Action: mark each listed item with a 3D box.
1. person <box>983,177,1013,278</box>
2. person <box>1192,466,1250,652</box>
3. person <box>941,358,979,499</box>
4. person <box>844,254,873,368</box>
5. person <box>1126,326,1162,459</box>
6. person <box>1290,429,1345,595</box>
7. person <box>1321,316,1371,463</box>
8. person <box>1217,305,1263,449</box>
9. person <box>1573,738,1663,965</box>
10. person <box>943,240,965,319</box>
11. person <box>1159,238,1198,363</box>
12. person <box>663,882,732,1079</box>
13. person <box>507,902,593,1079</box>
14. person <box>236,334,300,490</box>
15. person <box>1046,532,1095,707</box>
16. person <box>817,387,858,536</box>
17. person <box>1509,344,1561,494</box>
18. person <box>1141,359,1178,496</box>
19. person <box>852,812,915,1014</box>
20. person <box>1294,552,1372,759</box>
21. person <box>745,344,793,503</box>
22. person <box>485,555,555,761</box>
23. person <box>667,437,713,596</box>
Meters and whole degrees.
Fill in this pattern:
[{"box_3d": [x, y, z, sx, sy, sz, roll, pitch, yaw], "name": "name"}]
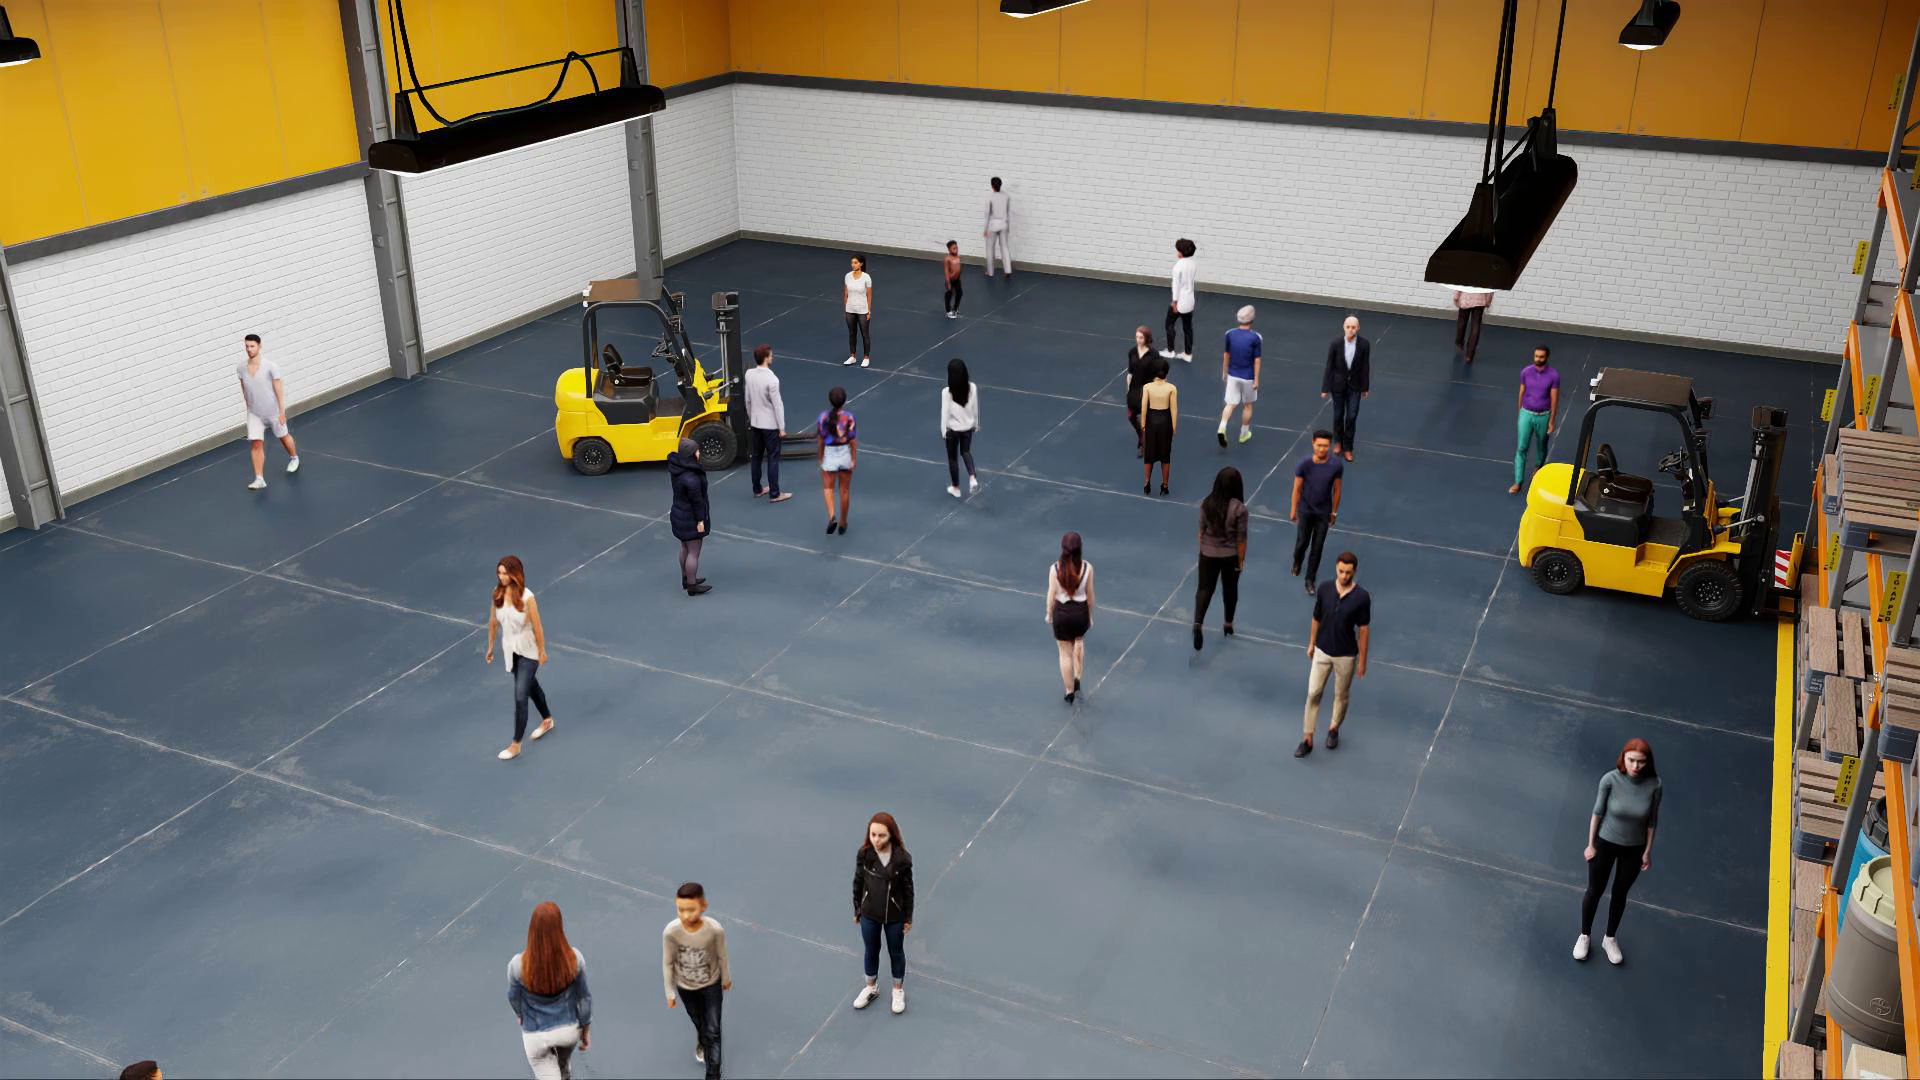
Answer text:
[{"box_3d": [0.674, -5.370, 28.535, 0.915, 1.747, 0.974, -9, 25, -20], "name": "person"}, {"box_3d": [2.423, 0.213, 15.681, 0.677, 1.814, 1.064, 9, 25, 20], "name": "person"}, {"box_3d": [0.032, -1.261, 19.204, 0.842, 1.693, 0.893, -11, 26, -24], "name": "person"}, {"box_3d": [-1.467, -3.320, 23.971, 0.567, 1.646, 0.522, 10, 25, 21], "name": "person"}, {"box_3d": [2.307, -1.849, 20.551, 0.628, 1.691, 0.645, 12, 27, 26], "name": "person"}, {"box_3d": [3.628, -0.331, 16.971, 0.759, 1.777, 0.852, 4, 24, 9], "name": "person"}, {"box_3d": [4.788, -1.919, 20.601, 0.839, 1.779, 0.951, 5, 24, 11], "name": "person"}, {"box_3d": [3.491, -2.014, 20.770, 0.670, 1.819, 1.064, 12, 27, 26], "name": "person"}, {"box_3d": [4.520, 2.122, 11.403, 0.632, 1.742, 0.594, 5, 24, 12], "name": "person"}, {"box_3d": [-0.165, -4.137, 26.344, 0.560, 1.245, 0.659, -19, 30, -37], "name": "person"}, {"box_3d": [3.295, -3.456, 24.103, 0.818, 1.790, 0.859, -17, 29, -33], "name": "person"}, {"box_3d": [-1.634, 2.731, 10.407, 0.833, 1.424, 1.074, 0, 24, -1], "name": "person"}, {"box_3d": [-2.347, 2.944, 9.643, 1.097, 1.645, 1.102, -11, 26, -23], "name": "person"}, {"box_3d": [-8.198, -1.572, 19.771, 1.017, 1.808, 1.333, 1, 24, 3], "name": "person"}, {"box_3d": [0.987, 0.732, 14.711, 0.687, 1.638, 0.742, -4, 24, -10], "name": "person"}, {"box_3d": [-1.345, -0.823, 18.160, 0.795, 1.726, 0.924, -1, 24, -1], "name": "person"}, {"box_3d": [6.823, -1.457, 19.601, 0.703, 1.734, 1.163, 13, 27, 28], "name": "person"}, {"box_3d": [2.312, -1.314, 19.372, 0.616, 1.655, 0.600, 5, 24, 12], "name": "person"}, {"box_3d": [-0.506, 2.440, 10.997, 0.613, 1.484, 0.591, 4, 24, 9], "name": "person"}, {"box_3d": [3.200, 0.913, 14.048, 0.672, 1.838, 0.860, 11, 26, 24], "name": "person"}, {"box_3d": [-2.255, -1.360, 19.238, 0.725, 1.848, 0.634, 18, 29, 35], "name": "person"}, {"box_3d": [-3.661, 0.924, 14.131, 0.624, 1.753, 0.986, 13, 27, 28], "name": "person"}, {"box_3d": [-2.759, -0.253, 16.920, 0.818, 1.675, 0.783, -14, 27, -29], "name": "person"}]
